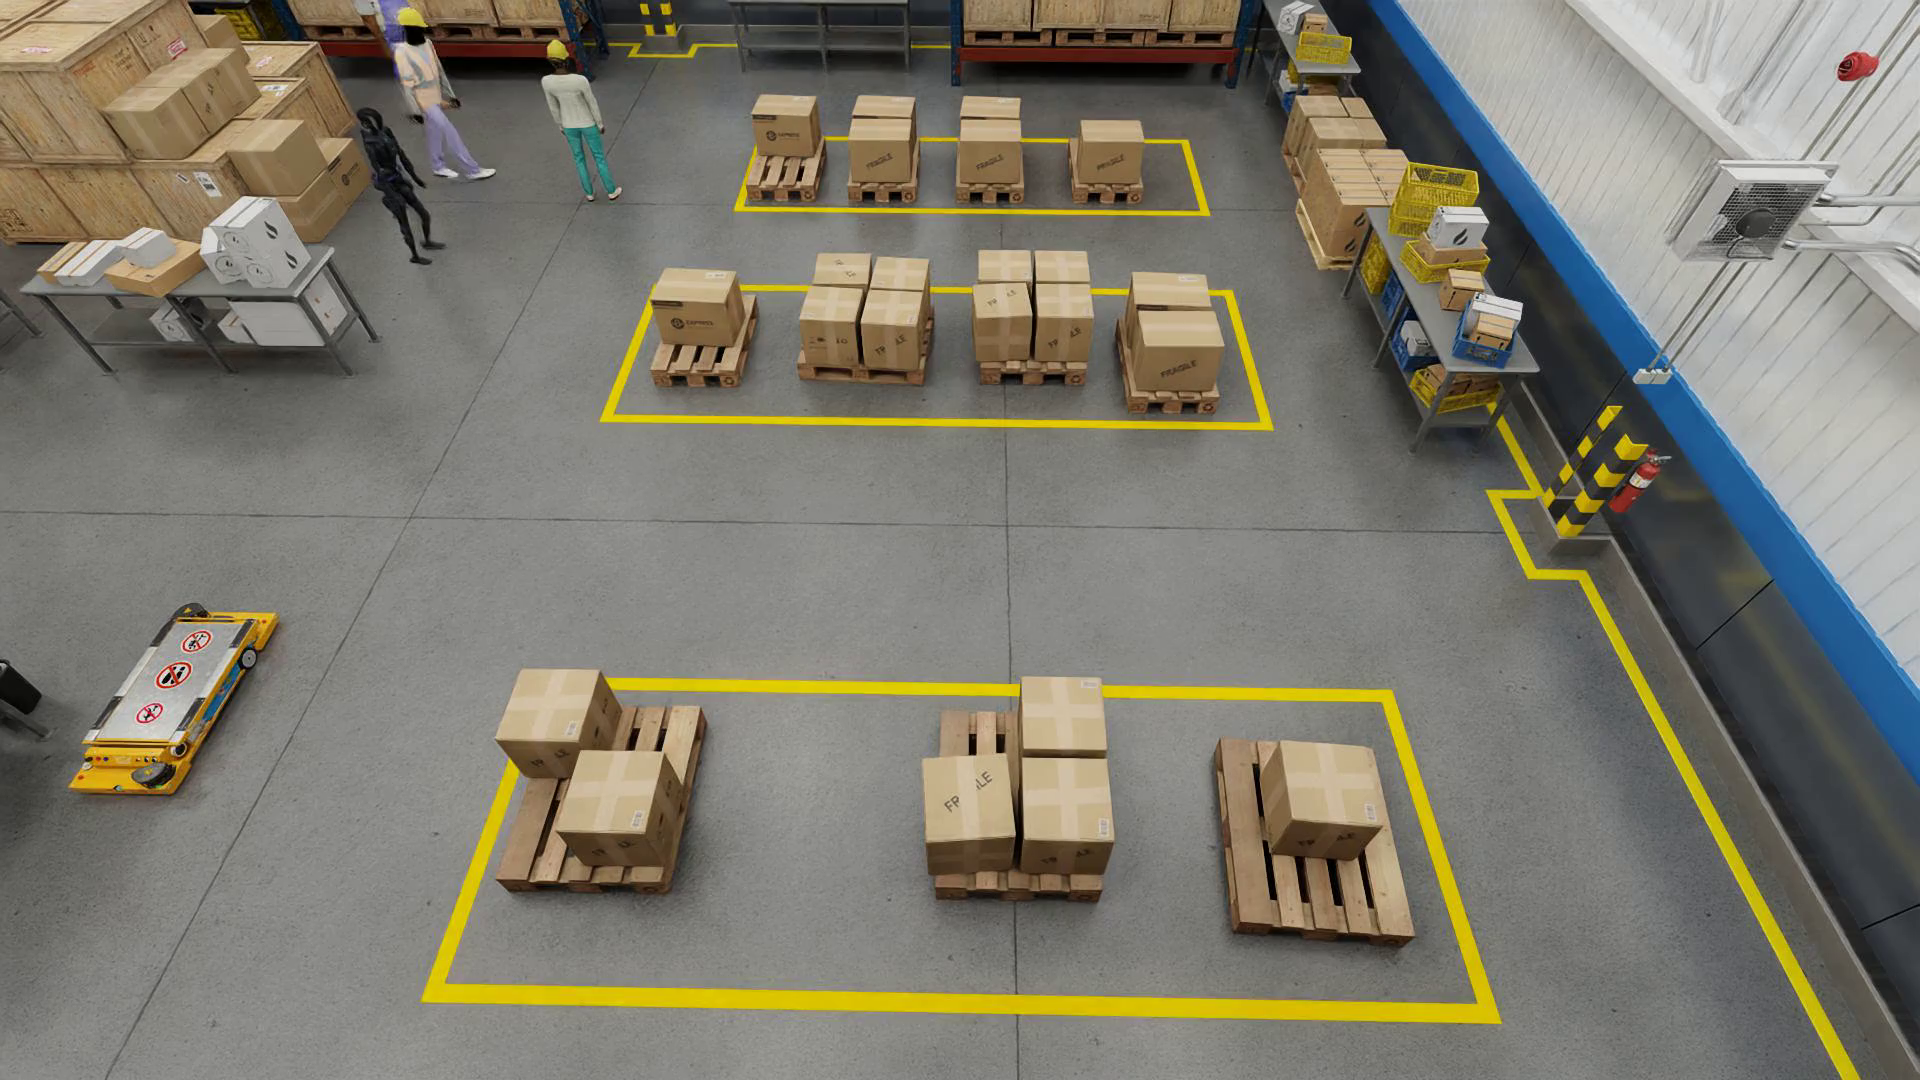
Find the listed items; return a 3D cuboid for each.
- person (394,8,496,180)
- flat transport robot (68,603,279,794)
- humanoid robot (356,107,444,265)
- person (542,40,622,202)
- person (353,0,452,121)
[{"bbox_3d":[-6.086,-5.123,10.647,0.874,1.873,0.612,2,50,2],"label":"person"},{"bbox_3d":[-5.504,1.072,6.442,0.652,0.197,1.431,1,50,1],"label":"flat transport robot"},{"bbox_3d":[-5.877,-3.696,9.578,0.364,1.650,0.601,0,50,0],"label":"humanoid robot"},{"bbox_3d":[-4.298,-4.701,10.363,0.524,1.768,0.313,-4,50,-3],"label":"person"},{"bbox_3d":[-7.125,-6.444,11.660,0.536,2.000,0.679,12,51,10],"label":"person"}]
